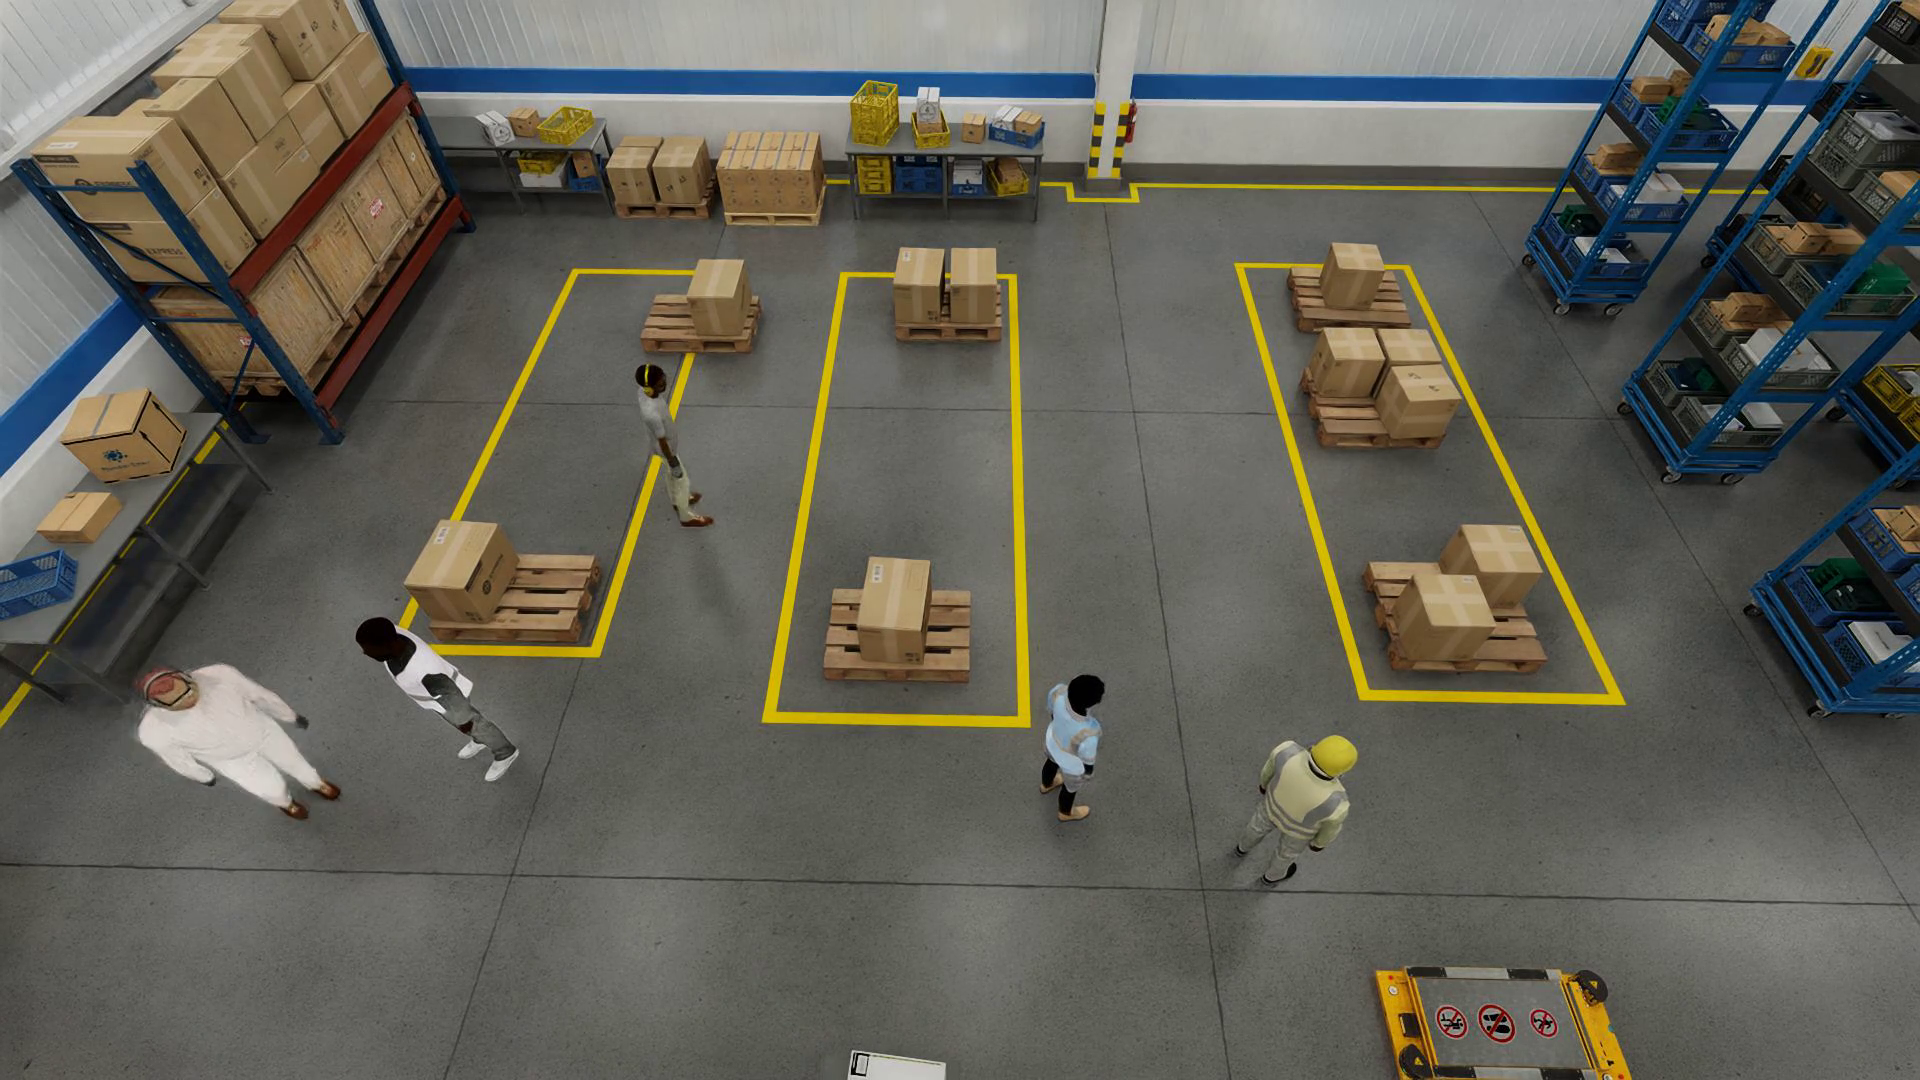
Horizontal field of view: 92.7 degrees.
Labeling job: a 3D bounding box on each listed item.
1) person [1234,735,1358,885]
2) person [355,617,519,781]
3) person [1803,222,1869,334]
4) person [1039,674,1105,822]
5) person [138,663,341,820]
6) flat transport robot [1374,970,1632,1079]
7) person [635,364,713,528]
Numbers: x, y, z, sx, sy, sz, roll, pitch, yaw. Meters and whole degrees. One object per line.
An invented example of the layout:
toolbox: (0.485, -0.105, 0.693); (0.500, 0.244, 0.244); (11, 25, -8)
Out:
person: (2.208, 1.768, 6.026); (0.403, 1.833, 0.591); (-27, 56, -20)
person: (-3.673, 1.102, 6.514); (0.596, 1.917, 0.372); (30, 57, 22)
person: (9.272, -2.997, 9.826); (0.748, 1.952, 0.663); (27, 56, 20)
person: (0.774, 1.449, 6.375); (0.321, 1.692, 0.529); (-20, 54, -16)
person: (-4.898, 1.401, 6.288); (0.431, 1.889, 0.665); (16, 53, 13)
flat transport robot: (3.501, 3.133, 5.914); (1.431, 0.197, 0.652); (1, 51, 1)
person: (-2.583, -0.827, 8.131); (0.320, 1.855, 0.538); (-20, 54, -15)
